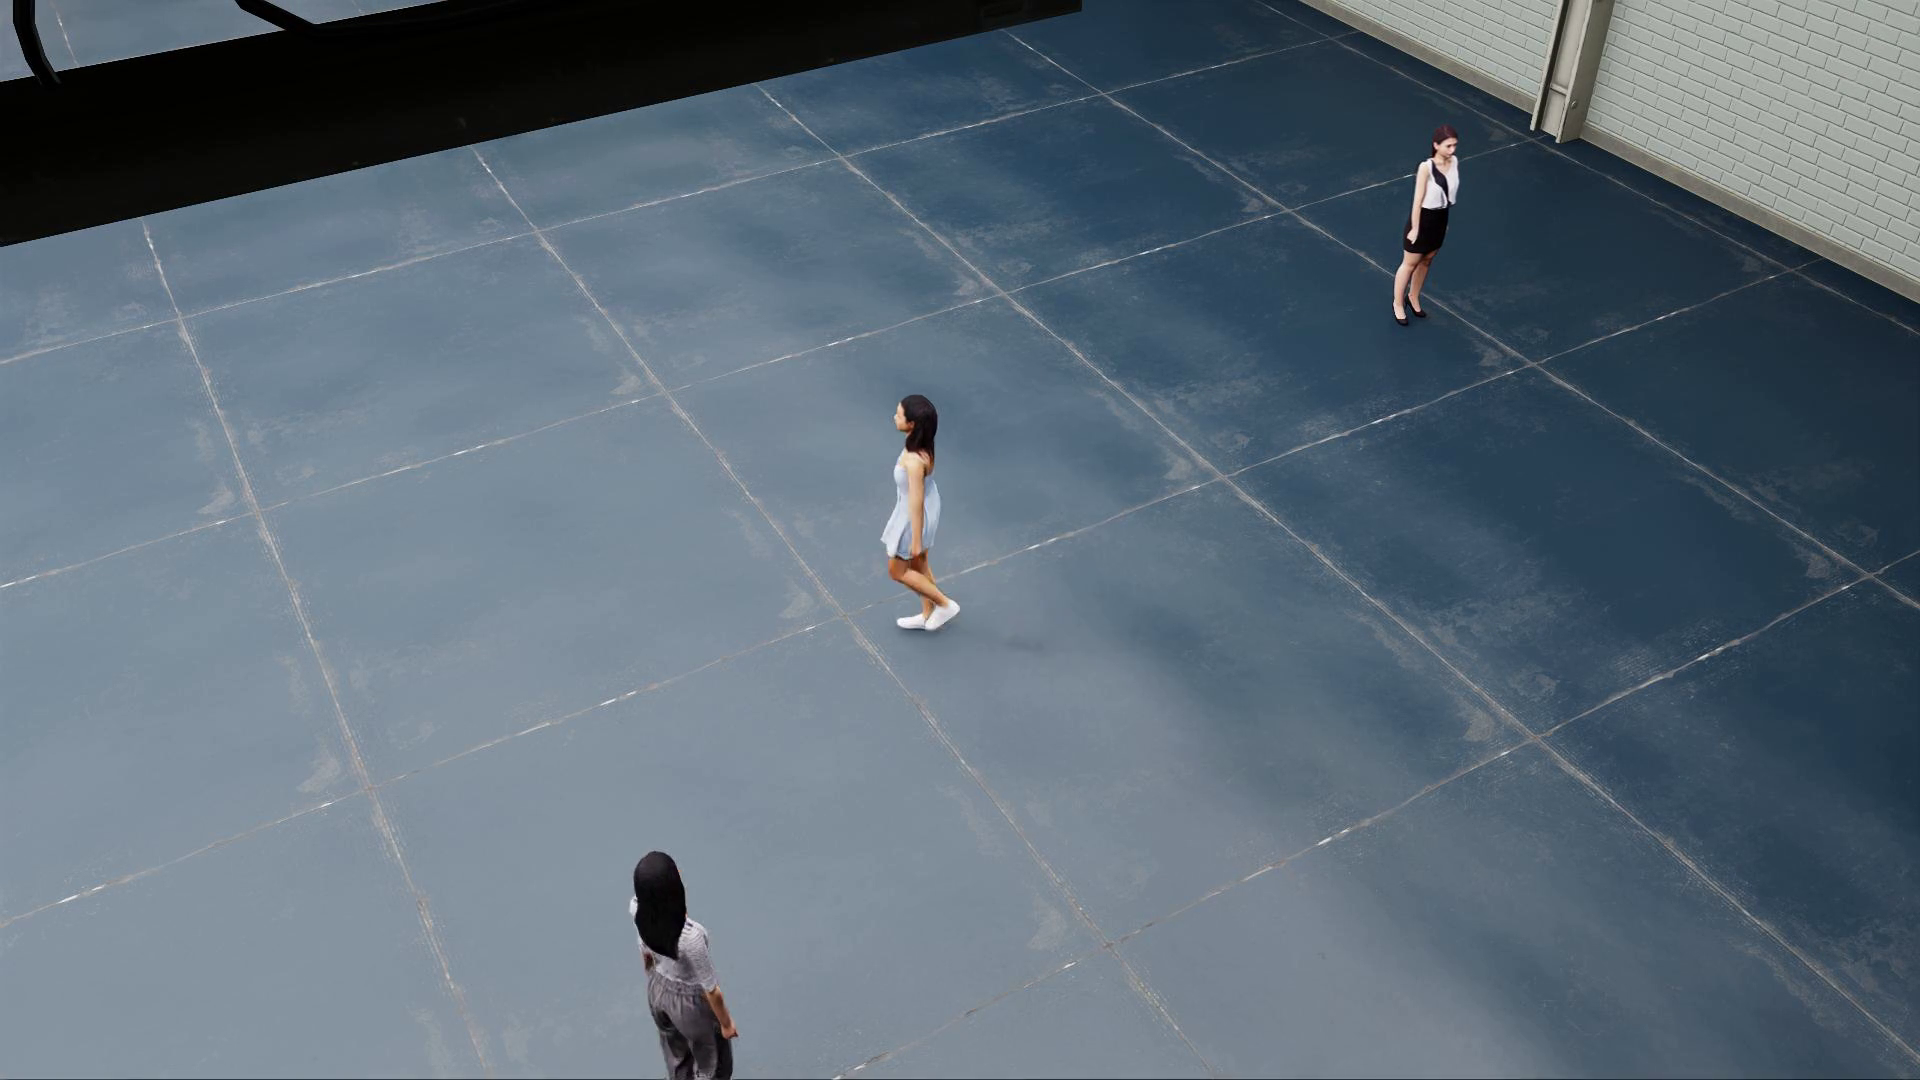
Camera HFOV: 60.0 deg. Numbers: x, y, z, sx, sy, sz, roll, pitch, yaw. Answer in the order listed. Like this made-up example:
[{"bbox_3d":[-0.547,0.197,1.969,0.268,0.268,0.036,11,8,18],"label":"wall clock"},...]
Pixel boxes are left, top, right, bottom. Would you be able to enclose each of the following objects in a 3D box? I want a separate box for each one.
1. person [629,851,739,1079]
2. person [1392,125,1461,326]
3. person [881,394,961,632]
[{"bbox_3d":[-1.198,2.021,7.199,0.847,1.726,0.691,-31,48,-34],"label":"person"},{"bbox_3d":[3.655,-2.464,12.996,0.568,1.648,0.522,-23,43,-26],"label":"person"},{"bbox_3d":[-0.169,-0.114,9.934,0.832,1.720,0.781,2,38,3],"label":"person"}]
